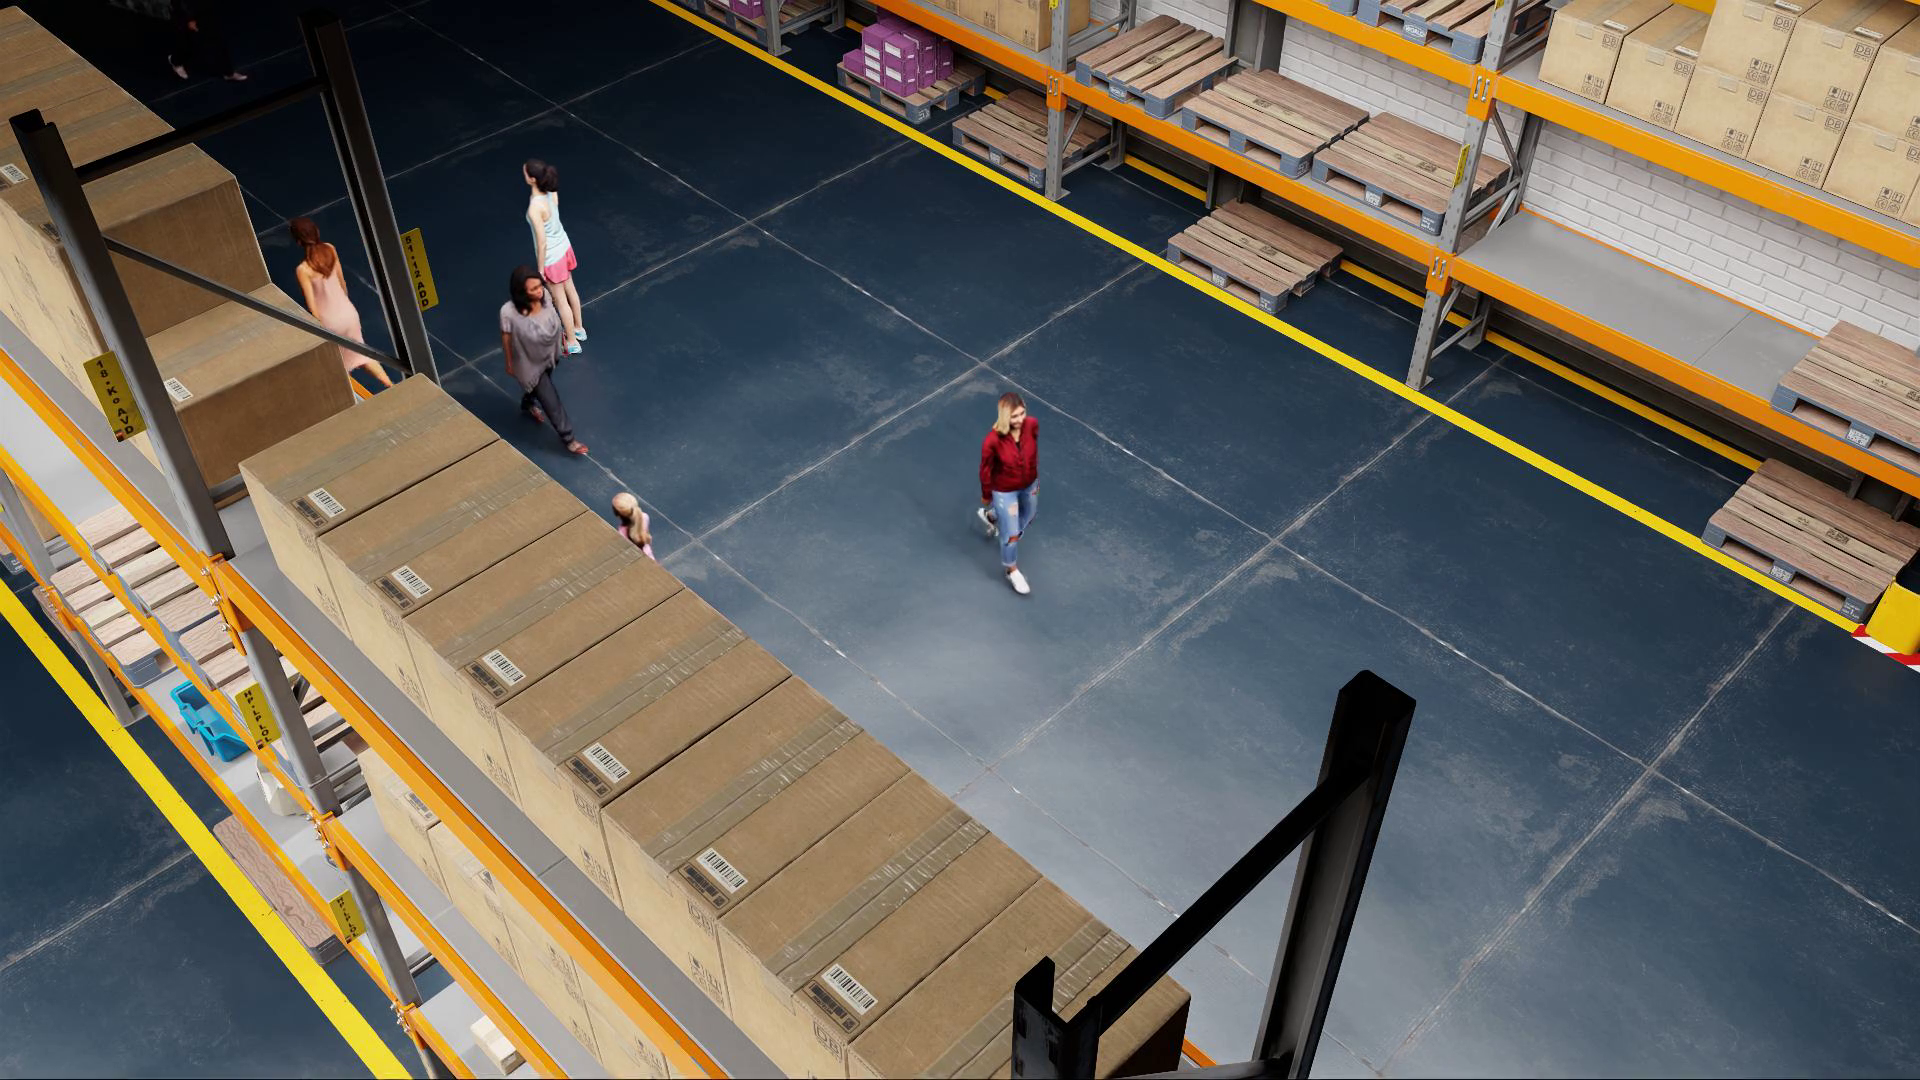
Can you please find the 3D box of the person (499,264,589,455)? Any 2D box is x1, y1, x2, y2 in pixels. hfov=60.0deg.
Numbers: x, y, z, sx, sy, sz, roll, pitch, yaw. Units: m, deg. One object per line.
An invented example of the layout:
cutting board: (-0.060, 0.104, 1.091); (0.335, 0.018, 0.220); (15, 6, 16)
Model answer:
person: (-3.257, -1.433, 12.574); (1.103, 1.563, 0.791); (24, 48, 23)

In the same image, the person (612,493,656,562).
person: (-2.144, 0.171, 11.103); (0.518, 1.271, 0.500); (29, 51, 27)

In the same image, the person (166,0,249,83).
person: (-7.726, -5.287, 16.600); (1.109, 1.591, 0.976); (7, 44, 7)

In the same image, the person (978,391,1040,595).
person: (0.321, -0.401, 11.452); (0.657, 1.617, 0.932); (-27, 50, -26)

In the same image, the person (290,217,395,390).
person: (-4.656, -1.636, 12.608); (1.018, 1.812, 0.744); (21, 48, 21)

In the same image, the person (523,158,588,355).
person: (-3.258, -2.275, 13.313); (0.738, 1.764, 0.701); (9, 44, 9)
